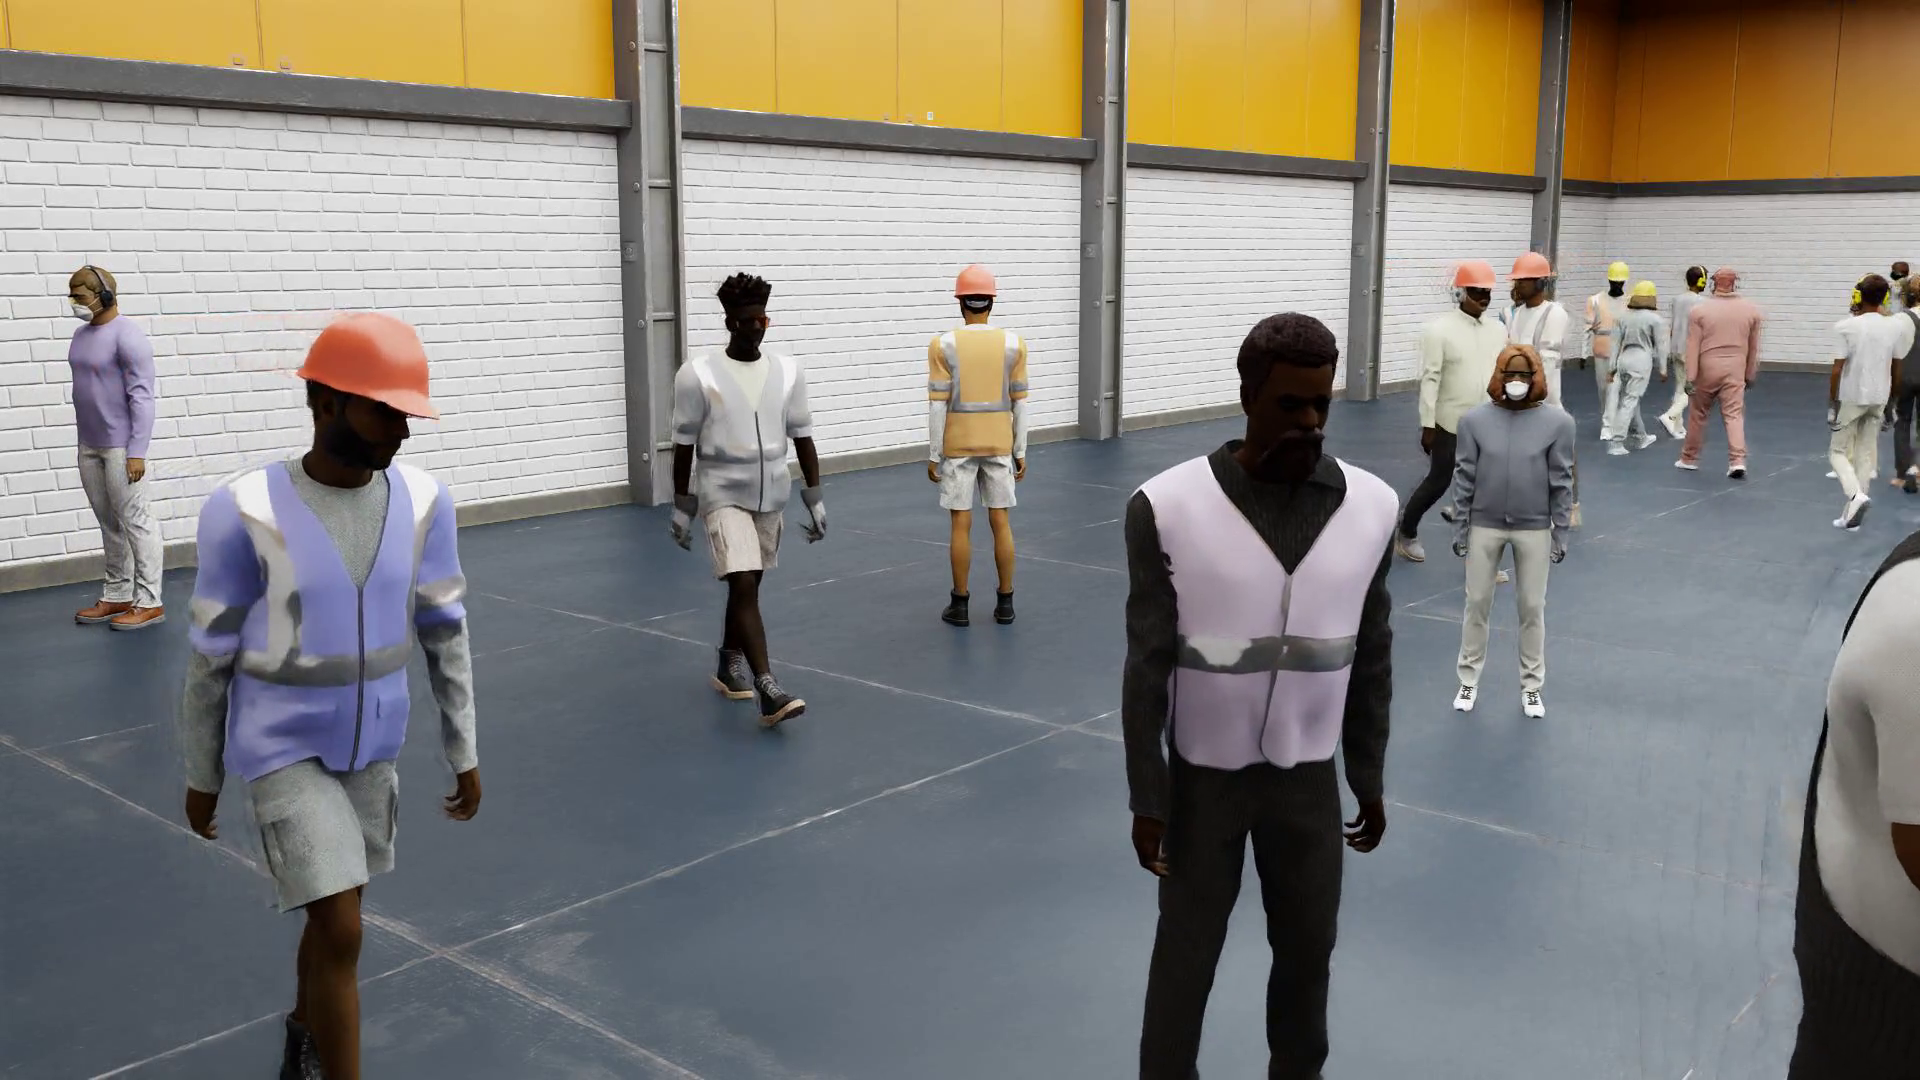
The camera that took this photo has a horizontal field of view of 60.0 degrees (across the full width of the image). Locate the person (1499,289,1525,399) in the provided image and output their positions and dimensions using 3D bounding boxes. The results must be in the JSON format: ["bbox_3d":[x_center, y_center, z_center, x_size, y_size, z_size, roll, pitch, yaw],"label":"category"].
[{"bbox_3d":[6.649,-2.240,19.823,0.530,1.579,0.876,6,12,32],"label":"person"}]

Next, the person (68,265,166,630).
[{"bbox_3d":[-4.521,-0.489,8.874,0.628,1.935,0.373,7,12,33],"label":"person"}]

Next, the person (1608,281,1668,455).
[{"bbox_3d":[6.719,-1.697,16.429,0.913,1.691,0.500,-7,12,-33],"label":"person"}]

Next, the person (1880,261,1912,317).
[{"bbox_3d":[13.869,-3.208,24.656,0.629,1.829,0.437,-8,12,-37],"label":"person"}]

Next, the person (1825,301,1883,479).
[{"bbox_3d":[7.809,-1.328,14.528,0.543,1.612,0.536,4,11,20],"label":"person"}]

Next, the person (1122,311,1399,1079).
[{"bbox_3d":[0.610,0.477,3.477,0.599,1.901,0.417,-2,10,-14],"label":"person"}]

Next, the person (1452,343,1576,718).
[{"bbox_3d":[2.380,-0.039,7.197,0.497,1.626,0.288,4,11,22],"label":"person"}]

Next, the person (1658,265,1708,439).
[{"bbox_3d":[7.594,-1.954,17.477,0.504,1.849,0.507,-4,11,-21],"label":"person"}]

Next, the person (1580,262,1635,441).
[{"bbox_3d":[6.989,-2.031,17.820,0.604,1.894,0.912,5,11,27],"label":"person"}]

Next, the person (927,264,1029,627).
[{"bbox_3d":[0.087,-0.501,8.938,0.552,1.932,0.377,-2,10,-11],"label":"person"}]

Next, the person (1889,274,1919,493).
[{"bbox_3d":[7.934,-1.291,13.795,0.525,1.815,0.693,3,10,14],"label":"person"}]

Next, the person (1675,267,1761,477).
[{"bbox_3d":[6.781,-1.501,14.852,0.658,1.863,0.963,1,10,5],"label":"person"}]

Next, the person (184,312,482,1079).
[{"bbox_3d":[-1.332,0.456,3.604,0.883,1.882,0.560,8,13,40],"label":"person"}]

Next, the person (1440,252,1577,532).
[{"bbox_3d":[3.967,-1.018,11.728,1.061,1.980,0.626,-3,10,-17],"label":"person"}]

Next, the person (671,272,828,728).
[{"bbox_3d":[-0.881,-0.182,7.164,0.630,1.909,0.987,-7,12,-33],"label":"person"}]

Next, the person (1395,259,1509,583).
[{"bbox_3d":[3.084,-0.762,10.353,0.627,1.966,0.928,-4,11,-20],"label":"person"}]

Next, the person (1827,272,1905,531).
[{"bbox_3d":[6.416,-0.958,11.771,0.516,1.856,0.551,1,10,5],"label":"person"}]
